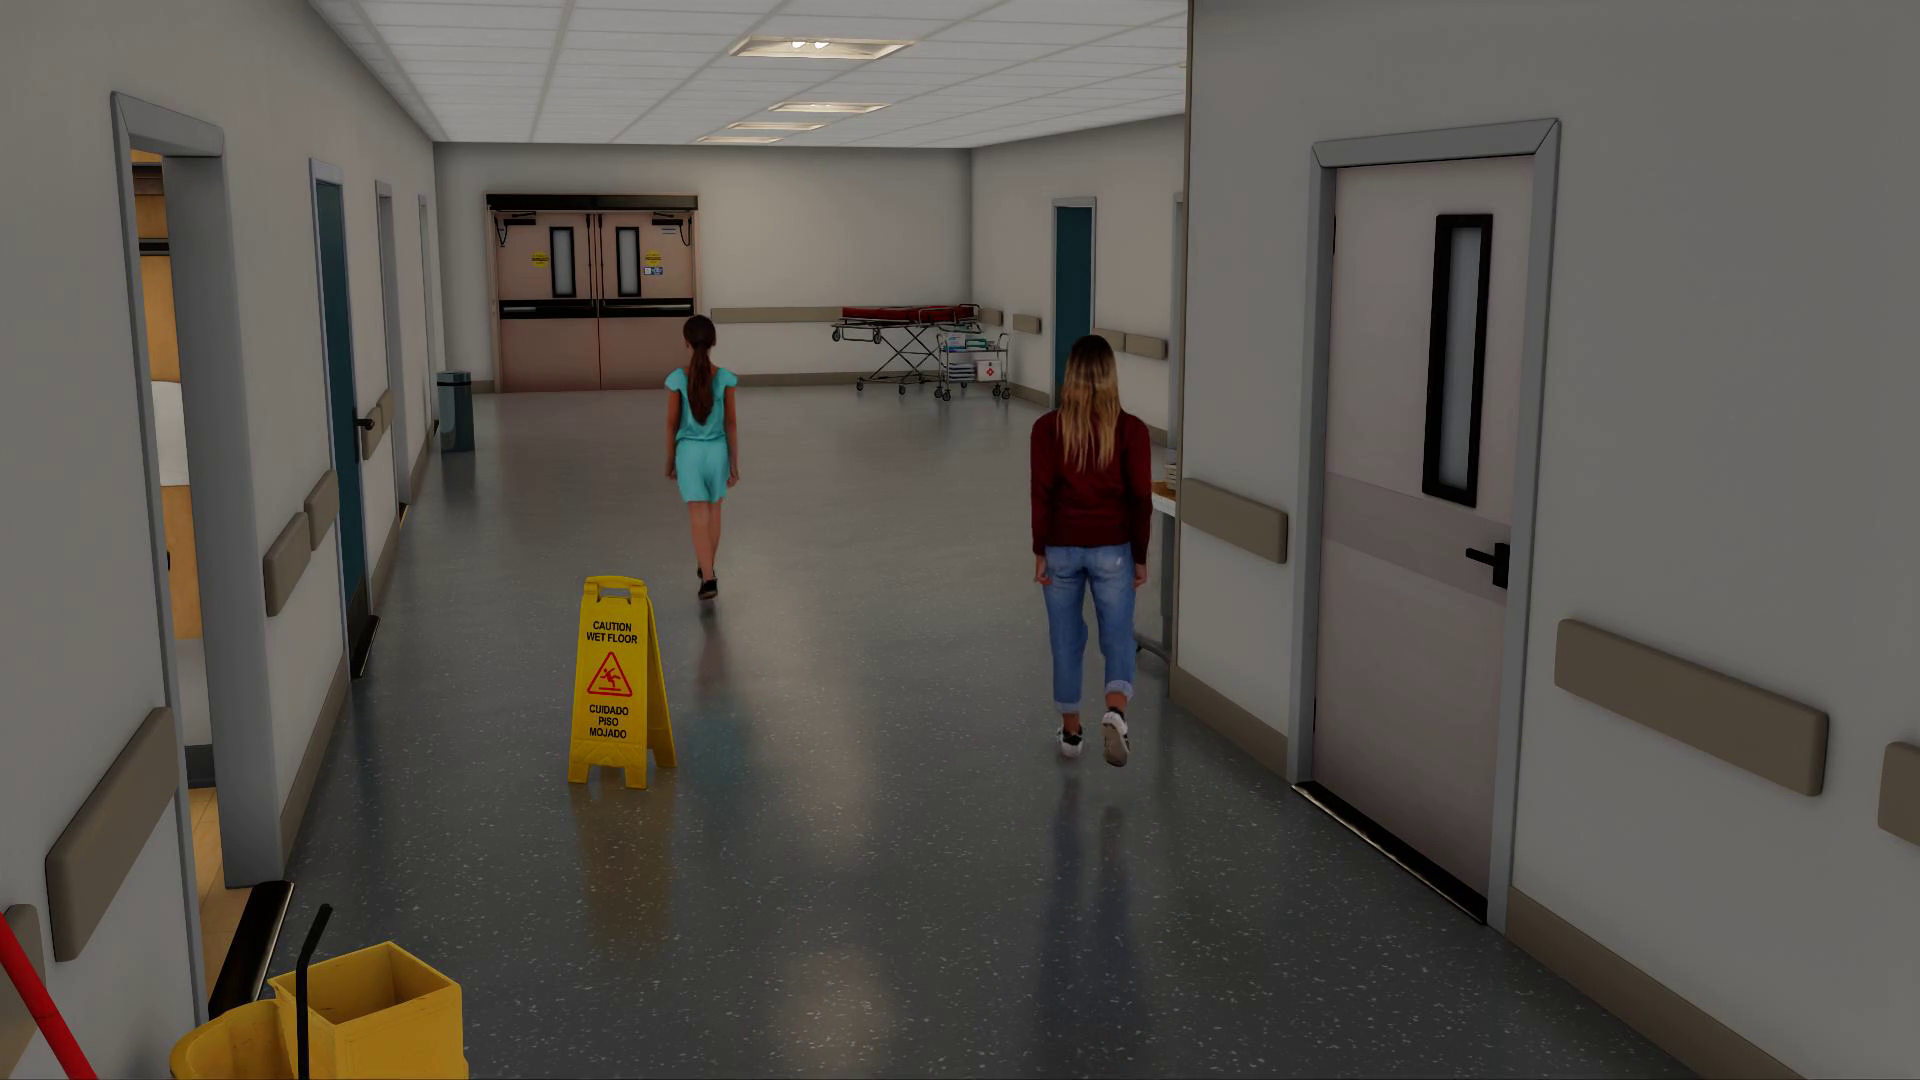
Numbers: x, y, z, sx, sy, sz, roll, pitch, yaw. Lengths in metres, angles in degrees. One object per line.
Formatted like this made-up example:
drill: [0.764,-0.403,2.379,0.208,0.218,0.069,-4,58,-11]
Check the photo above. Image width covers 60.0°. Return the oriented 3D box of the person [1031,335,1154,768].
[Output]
person: [0.475,0.070,6.163,0.764,1.617,0.979,0,11,1]

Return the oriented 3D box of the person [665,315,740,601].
person: [-1.374,-0.405,8.929,0.552,1.520,1.054,-3,11,-15]
